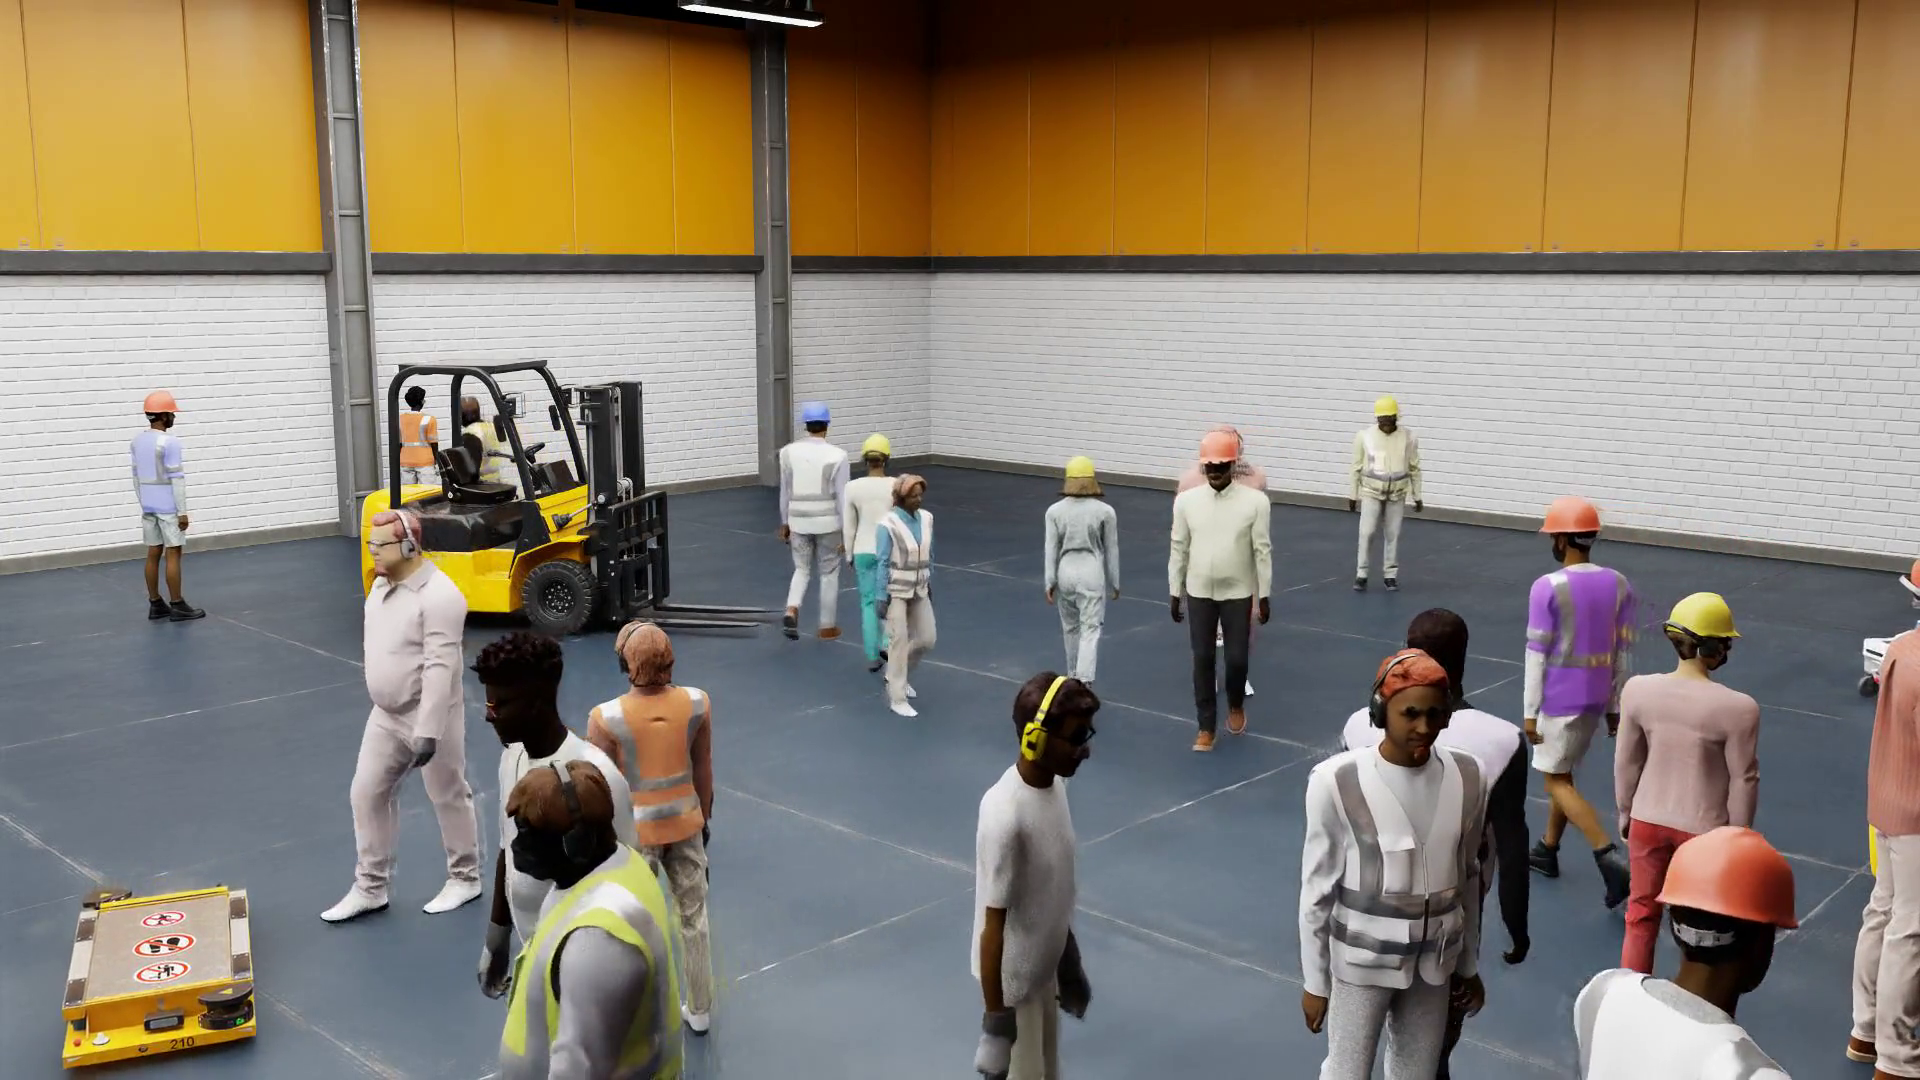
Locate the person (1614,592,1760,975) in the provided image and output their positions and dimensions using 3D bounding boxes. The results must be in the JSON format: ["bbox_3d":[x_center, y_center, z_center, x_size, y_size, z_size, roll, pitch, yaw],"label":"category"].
[{"bbox_3d":[2.702,1.069,6.209,0.329,1.765,0.526,-8,12,-41],"label":"person"}]

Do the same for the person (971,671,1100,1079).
[{"bbox_3d":[0.158,1.262,4.775,0.516,1.846,0.698,3,10,19],"label":"person"}]

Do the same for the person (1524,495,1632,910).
[{"bbox_3d":[2.908,0.748,7.765,0.547,1.906,0.843,-4,10,-22],"label":"person"}]

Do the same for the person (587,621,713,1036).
[{"bbox_3d":[-1.157,1.117,6.284,0.515,1.641,0.314,-7,11,-35],"label":"person"}]

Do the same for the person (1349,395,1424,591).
[{"bbox_3d":[3.905,-0.428,15.230,0.672,1.816,0.406,0,9,1],"label":"person"}]

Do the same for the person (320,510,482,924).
[{"bbox_3d":[-2.529,0.811,7.450,0.650,1.878,0.821,7,11,36],"label":"person"}]

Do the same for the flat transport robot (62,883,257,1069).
[{"bbox_3d":[-3.254,1.717,6.798,0.652,0.197,1.431,-4,10,-24],"label":"flat transport robot"}]

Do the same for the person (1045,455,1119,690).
[{"bbox_3d":[0.811,0.280,11.252,0.508,1.694,0.872,2,10,15],"label":"person"}]

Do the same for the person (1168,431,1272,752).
[{"bbox_3d":[1.588,0.309,10.214,0.640,1.974,0.481,3,10,19],"label":"person"}]

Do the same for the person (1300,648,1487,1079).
[{"bbox_3d":[1.253,1.235,4.820,0.585,1.882,0.337,-3,10,-16],"label":"person"}]

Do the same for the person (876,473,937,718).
[{"bbox_3d":[-0.391,0.355,11.014,0.396,1.621,0.531,9,13,43],"label":"person"}]

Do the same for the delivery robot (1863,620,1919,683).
[{"bbox_3d":[6.549,0.791,11.318,0.707,0.478,0.477,-1,9,-5],"label":"delivery robot"}]

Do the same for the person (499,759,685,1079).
[{"bbox_3d":[-0.882,1.400,3.998,0.444,1.820,0.639,-2,9,-11],"label":"person"}]

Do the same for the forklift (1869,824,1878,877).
[{"bbox_3d":[5.205,0.723,7.013,2.313,2.155,1.214,9,13,43],"label":"forklift"}]

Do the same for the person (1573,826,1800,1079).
[{"bbox_3d":[1.460,1.486,3.303,0.949,1.870,0.546,-4,10,-23],"label":"person"}]

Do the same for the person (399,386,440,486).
[{"bbox_3d":[-5.862,-0.818,18.002,0.532,1.694,0.320,3,10,18],"label":"person"}]

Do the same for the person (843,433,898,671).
[{"bbox_3d":[-0.587,0.097,12.186,0.544,1.751,0.363,2,10,13],"label":"person"}]

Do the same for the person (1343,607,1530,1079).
[{"bbox_3d":[1.483,1.159,5.338,0.598,1.873,0.957,7,12,37],"label":"person"}]

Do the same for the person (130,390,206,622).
[{"bbox_3d":[-6.675,-0.284,13.967,0.547,1.938,0.377,5,10,27],"label":"person"}]

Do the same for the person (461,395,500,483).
[{"bbox_3d":[-4.343,-0.421,15.199,0.710,1.817,0.643,0,9,-3],"label":"person"}]

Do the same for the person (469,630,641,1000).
[{"bbox_3d":[-1.219,1.210,4.943,1.065,1.887,0.614,-7,11,-36],"label":"person"}]

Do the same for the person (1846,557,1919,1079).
[{"bbox_3d":[3.447,0.996,5.939,0.378,1.996,0.609,3,10,15],"label":"person"}]

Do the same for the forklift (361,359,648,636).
[{"bbox_3d":[-3.850,-0.407,13.936,2.313,2.155,1.214,2,9,11],"label":"forklift"}]

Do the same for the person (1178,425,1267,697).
[{"bbox_3d":[1.826,0.153,11.444,0.669,1.885,0.591,-1,9,-6],"label":"person"}]

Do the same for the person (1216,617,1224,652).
[{"bbox_3d":[2.018,0.061,12.832,0.515,1.609,0.658,5,10,26],"label":"person"}]

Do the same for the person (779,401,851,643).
[{"bbox_3d":[-1.139,-0.120,13.003,0.635,1.921,0.568,3,10,18],"label":"person"}]
